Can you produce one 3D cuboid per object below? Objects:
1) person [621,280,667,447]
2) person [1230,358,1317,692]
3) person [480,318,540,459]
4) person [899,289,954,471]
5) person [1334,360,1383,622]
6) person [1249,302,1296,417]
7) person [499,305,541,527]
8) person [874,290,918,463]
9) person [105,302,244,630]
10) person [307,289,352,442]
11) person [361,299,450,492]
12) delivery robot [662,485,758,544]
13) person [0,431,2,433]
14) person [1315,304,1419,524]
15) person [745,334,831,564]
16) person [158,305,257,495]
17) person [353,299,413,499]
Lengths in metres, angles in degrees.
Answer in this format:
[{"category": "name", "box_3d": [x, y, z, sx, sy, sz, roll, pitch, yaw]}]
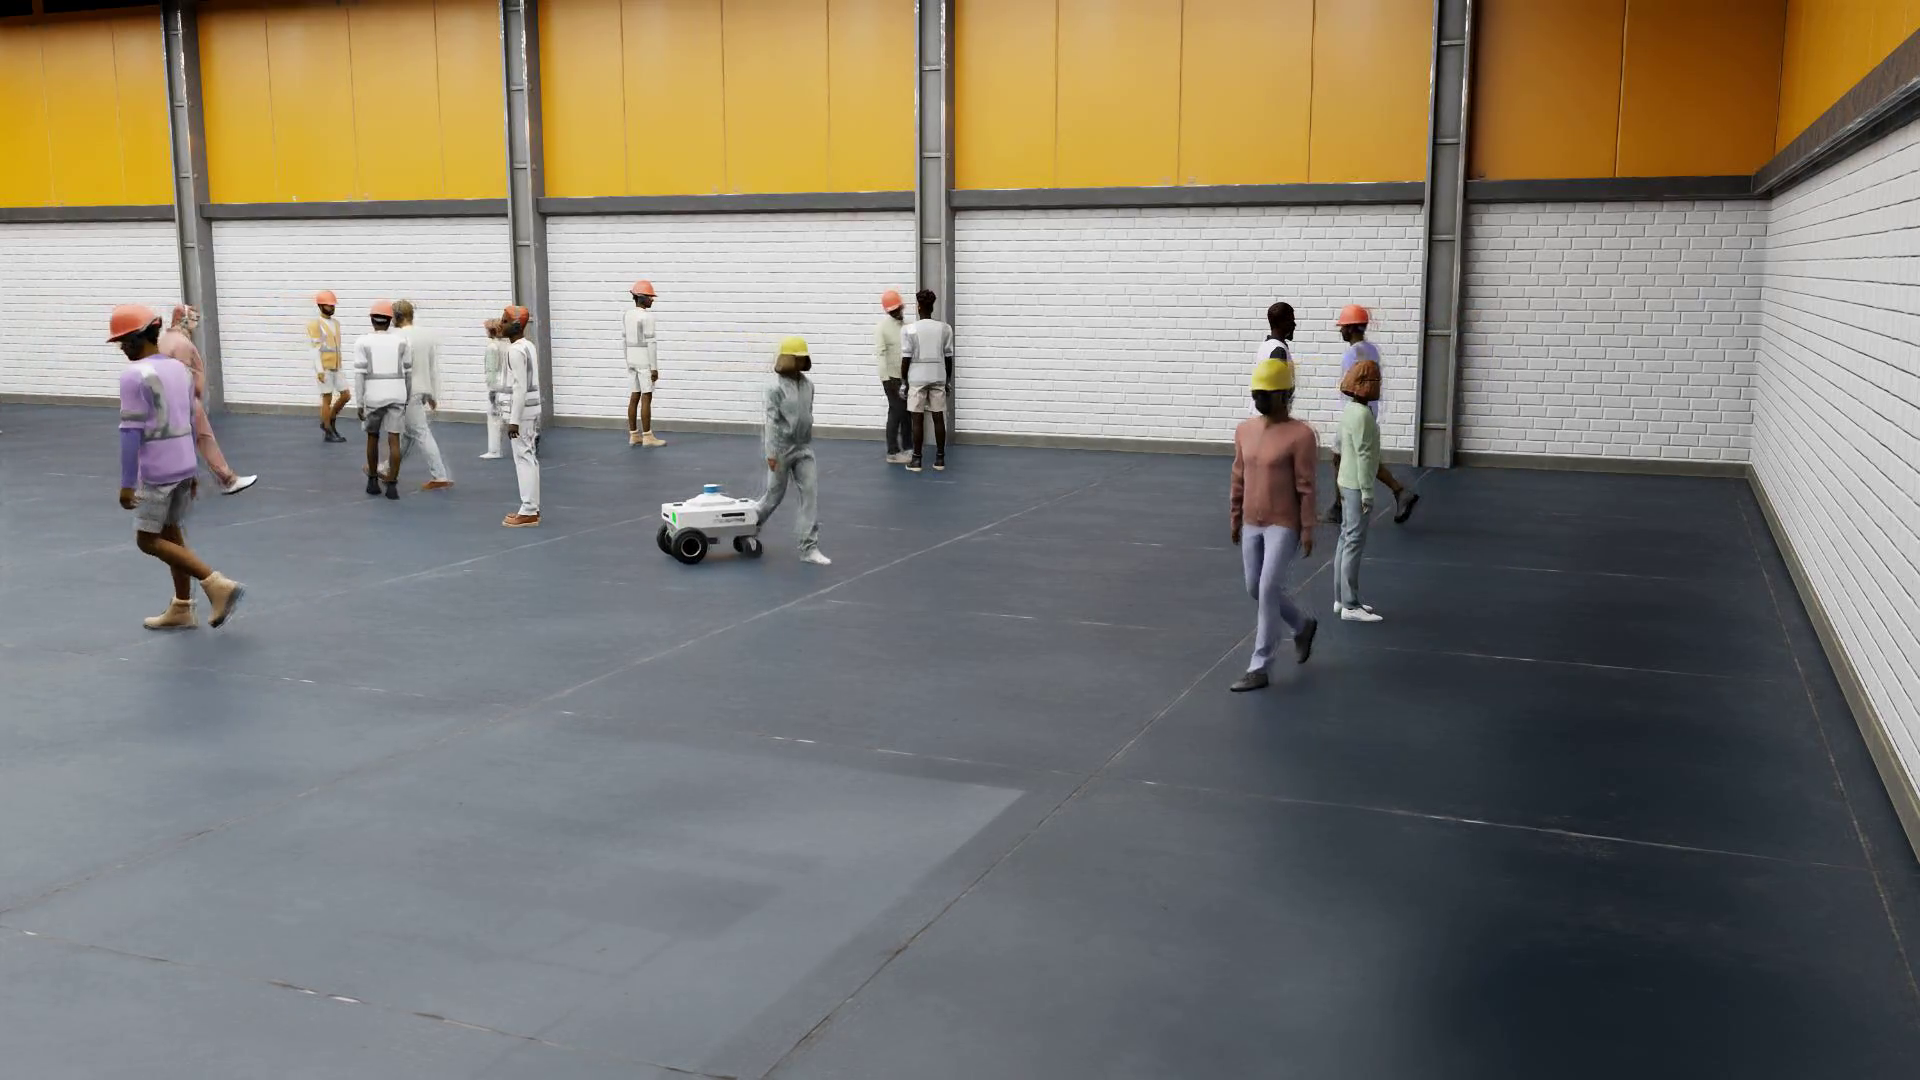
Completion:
[{"category": "person", "box_3d": [-3.887, -2.155, 20.405, 0.394, 2.040, 0.609, -9, 13, -44]}, {"category": "person", "box_3d": [1.704, -0.098, 8.825, 0.727, 1.747, 0.535, -7, 12, -38]}, {"category": "person", "box_3d": [-5.209, -1.728, 19.076, 0.619, 1.622, 0.525, 2, 10, 12]}, {"category": "person", "box_3d": [-0.367, -1.726, 18.027, 0.611, 1.965, 0.362, -3, 10, -20]}, {"category": "person", "box_3d": [2.515, -0.312, 10.463, 0.286, 1.633, 0.499, 1, 9, 3]}, {"category": "person", "box_3d": [2.618, -1.017, 13.873, 0.392, 1.919, 0.590, 0, 9, -2]}, {"category": "person", "box_3d": [-3.761, -1.054, 14.200, 0.351, 1.884, 0.582, -1, 9, -7]}, {"category": "person", "box_3d": [-0.666, -1.852, 18.838, 0.487, 1.943, 0.662, 9, 13, 43]}, {"category": "person", "box_3d": [-4.699, -0.408, 9.929, 0.671, 2.007, 0.669, 0, 9, 2]}, {"category": "person", "box_3d": [-7.903, -2.174, 20.868, 0.405, 1.920, 0.553, 4, 10, 22]}, {"category": "person", "box_3d": [-5.509, -1.414, 16.375, 1.062, 1.878, 0.648, 2, 10, 13]}, {"category": "delivery robot", "box_3d": [-1.886, -0.178, 12.626, 0.707, 0.478, 0.477, -4, 10, -24]}, {"category": "person", "box_3d": [-12.949, -2.197, 21.862, 0.514, 1.641, 0.309, 1, 9, 3]}, {"category": "person", "box_3d": [3.473, -1.051, 14.158, 0.807, 1.909, 0.550, 8, 12, 39]}, {"category": "person", "box_3d": [-1.322, -0.690, 12.509, 0.790, 1.719, 0.495, 8, 13, 42]}, {"category": "person", "box_3d": [-7.368, -1.314, 15.900, 1.035, 1.841, 0.653, -8, 12, -41]}, {"category": "person", "box_3d": [-5.555, -1.363, 16.033, 0.551, 1.896, 0.869, -4, 10, -25]}]
